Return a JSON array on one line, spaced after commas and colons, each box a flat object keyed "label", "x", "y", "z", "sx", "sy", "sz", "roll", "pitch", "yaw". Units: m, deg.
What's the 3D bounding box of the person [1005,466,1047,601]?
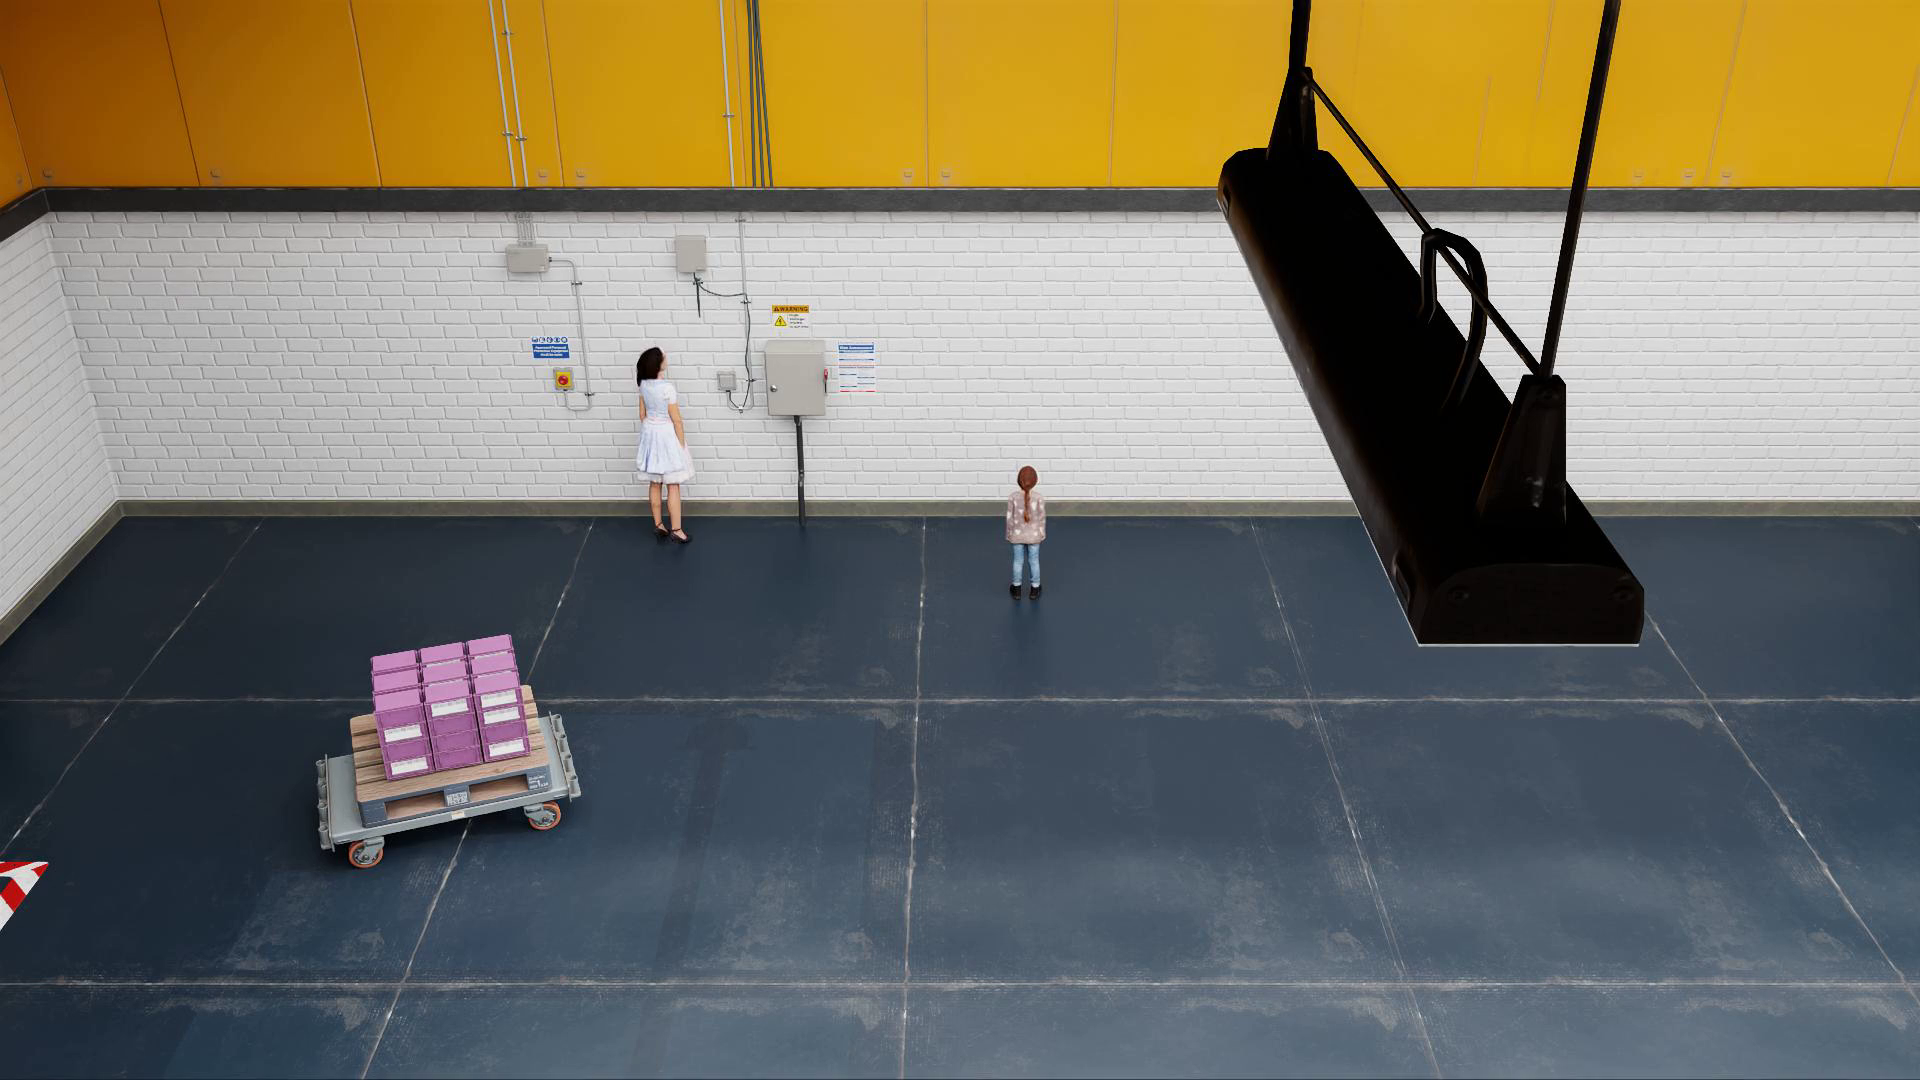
[{"label": "person", "x": 0.536, "y": -0.059, "z": 13.600, "sx": 0.481, "sy": 1.194, "sz": 0.471, "roll": 1, "pitch": 29, "yaw": 2}]

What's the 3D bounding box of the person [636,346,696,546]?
[{"label": "person", "x": -2.560, "y": -0.811, "z": 14.329, "sx": 0.849, "sy": 1.816, "sz": 0.896, "roll": 17, "pitch": 33, "yaw": 28}]
